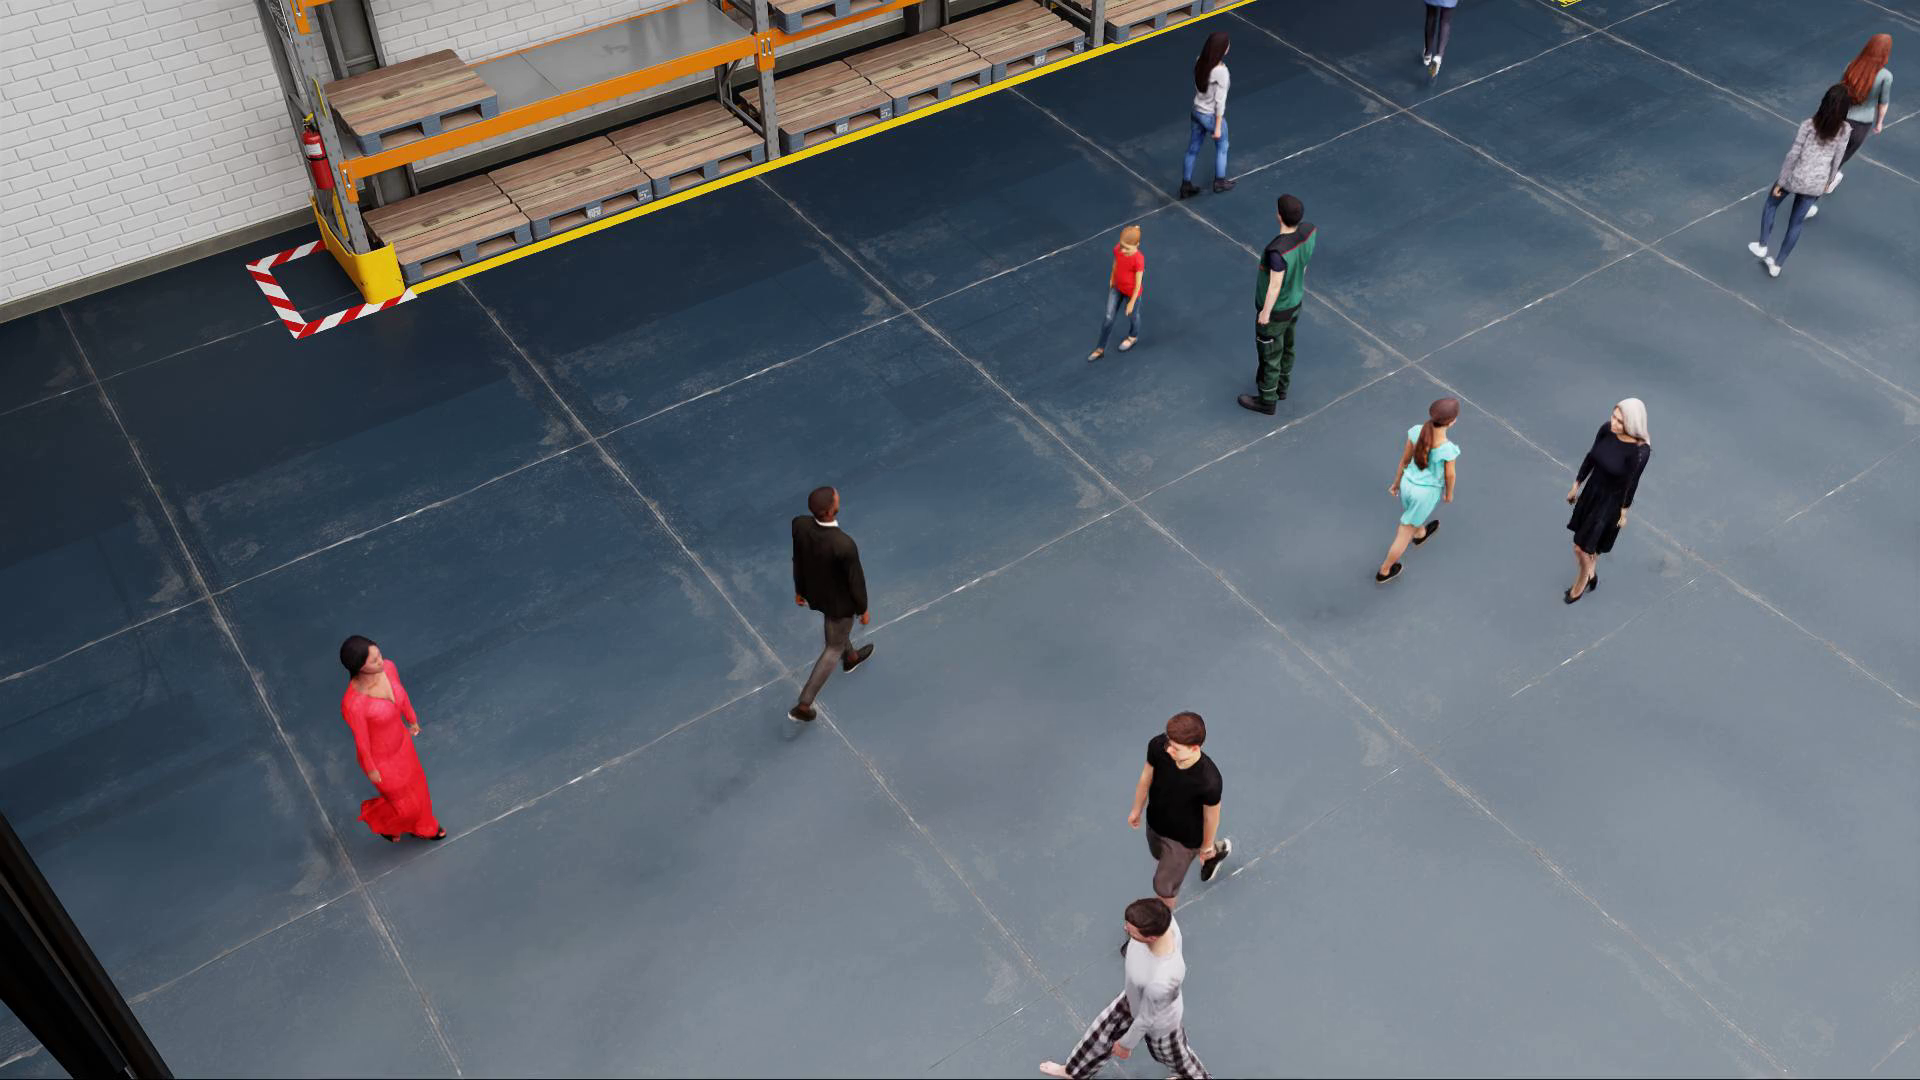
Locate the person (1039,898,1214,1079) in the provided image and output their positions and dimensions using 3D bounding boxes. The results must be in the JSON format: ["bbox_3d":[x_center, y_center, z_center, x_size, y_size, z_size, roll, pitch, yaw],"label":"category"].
[{"bbox_3d":[1.075,2.385,8.438,1.254,1.793,1.078,1,44,1],"label":"person"}]

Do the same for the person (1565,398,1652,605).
[{"bbox_3d":[4.424,-0.278,11.276,0.735,1.735,0.700,-16,46,-16],"label":"person"}]

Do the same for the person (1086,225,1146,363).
[{"bbox_3d":[1.396,-2.044,13.458,0.848,1.282,0.628,-33,53,-30],"label":"person"}]

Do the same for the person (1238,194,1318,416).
[{"bbox_3d":[2.461,-1.815,12.770,0.792,1.899,0.620,28,50,26],"label":"person"}]

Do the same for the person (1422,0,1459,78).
[{"bbox_3d":[4.884,-5.547,16.774,1.013,1.780,1.094,9,44,9],"label":"person"}]

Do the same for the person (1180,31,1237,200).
[{"bbox_3d":[2.181,-3.813,15.073,0.776,1.616,0.660,-22,48,-22],"label":"person"}]

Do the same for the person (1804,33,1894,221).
[{"bbox_3d":[7.894,-3.625,14.818,1.081,1.695,0.634,-31,52,-28],"label":"person"}]

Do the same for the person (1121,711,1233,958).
[{"bbox_3d":[1.275,1.540,9.296,1.144,1.833,0.688,-30,51,-27],"label":"person"}]

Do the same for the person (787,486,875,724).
[{"bbox_3d":[-0.871,0.421,10.517,0.911,1.768,1.241,29,51,27],"label":"person"}]

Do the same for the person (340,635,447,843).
[{"bbox_3d":[-3.405,1.205,9.694,0.870,1.769,0.811,10,45,11],"label":"person"}]

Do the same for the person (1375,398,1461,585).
[{"bbox_3d":[3.118,-0.303,11.452,0.944,1.527,0.541,-27,50,-25],"label":"person"}]

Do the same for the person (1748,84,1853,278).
[{"bbox_3d":[7.189,-3.002,14.150,0.811,1.714,0.871,6,44,7],"label":"person"}]
